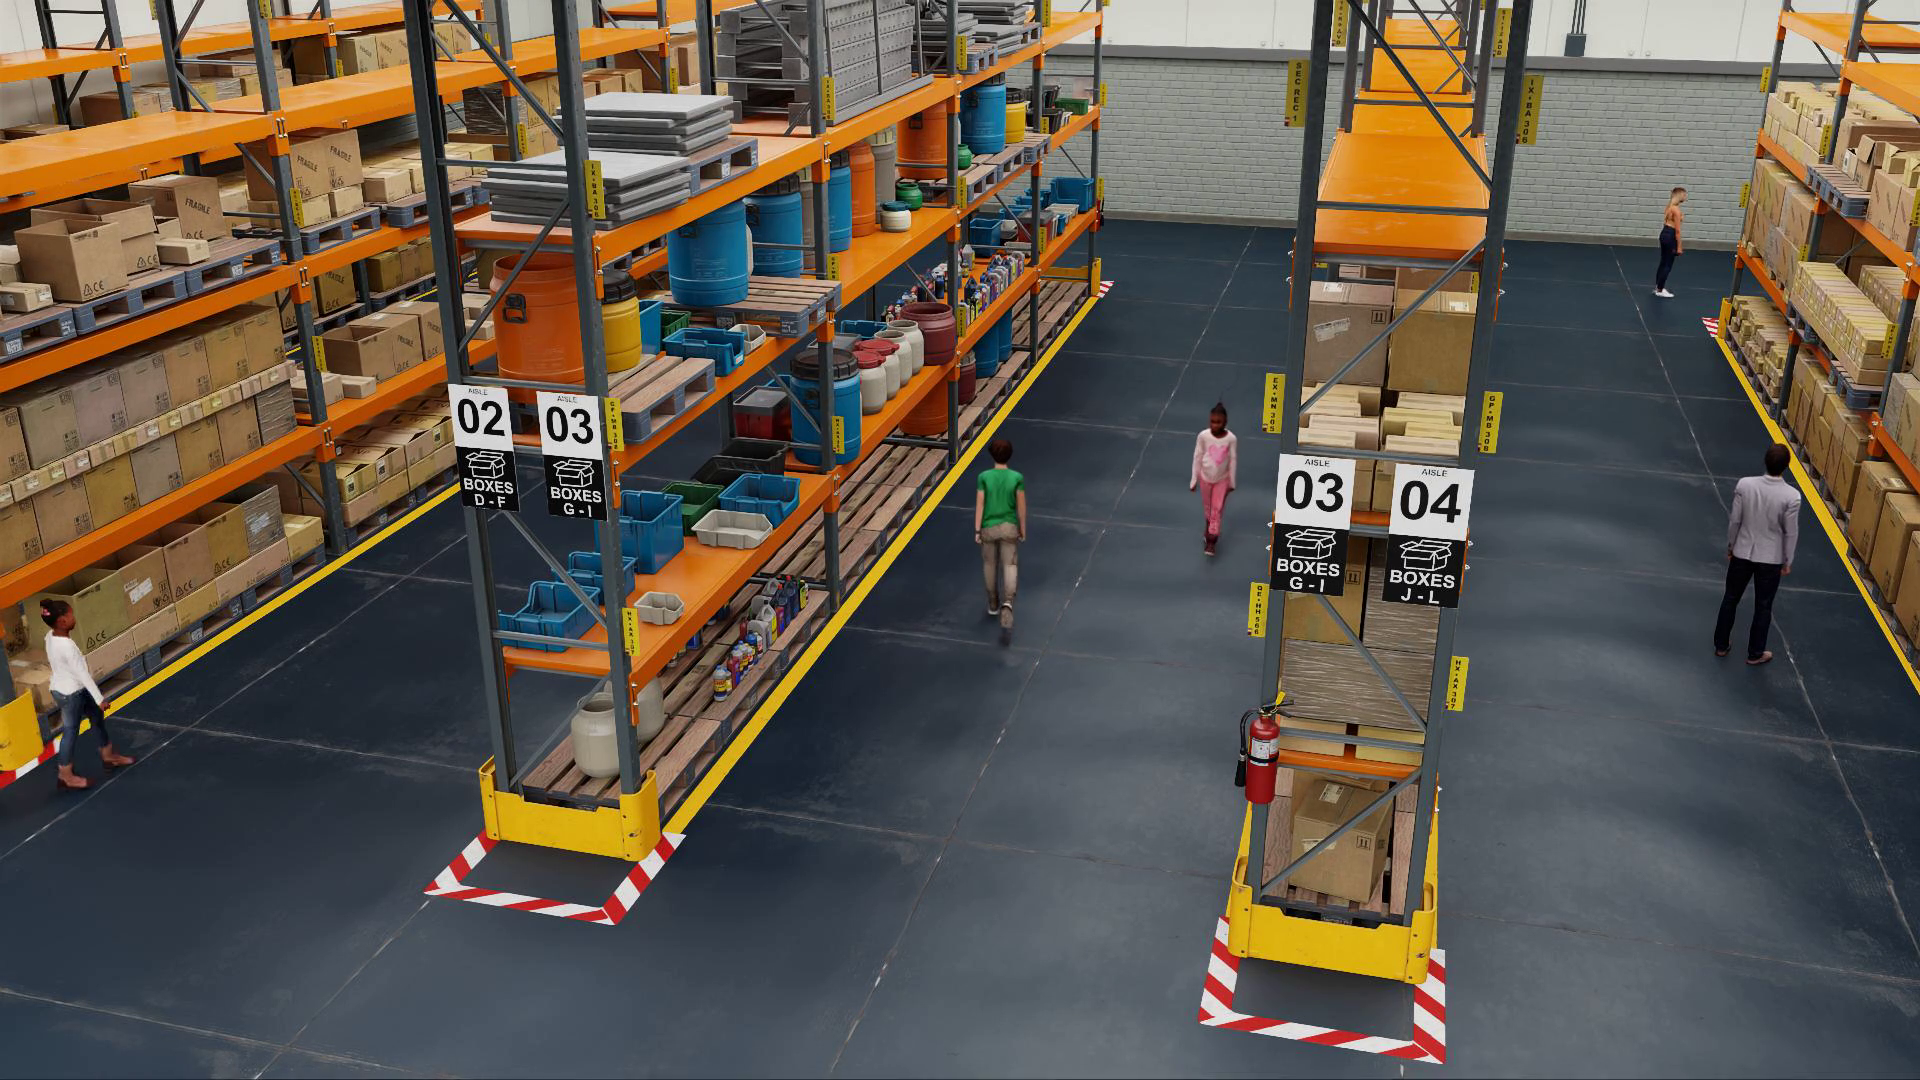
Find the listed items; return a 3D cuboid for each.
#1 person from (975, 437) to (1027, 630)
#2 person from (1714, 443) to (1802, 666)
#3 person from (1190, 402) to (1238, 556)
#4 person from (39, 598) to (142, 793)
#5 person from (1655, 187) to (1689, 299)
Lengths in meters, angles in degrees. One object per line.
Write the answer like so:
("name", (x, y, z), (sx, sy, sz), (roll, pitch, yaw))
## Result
("person", (0.346, -0.042, 14.084), (0.754, 1.630, 1.038), (0, 22, -1))
("person", (6.443, 0.102, 13.432), (0.763, 1.857, 0.755), (20, 29, 40))
("person", (2.415, -0.608, 15.761), (0.575, 1.408, 0.986), (7, 23, 16))
("person", (-6.256, 1.091, 11.563), (0.884, 1.441, 0.803), (-14, 26, -31))
("person", (10.634, -4.486, 24.950), (0.690, 1.628, 0.513), (-1, 22, -2))
